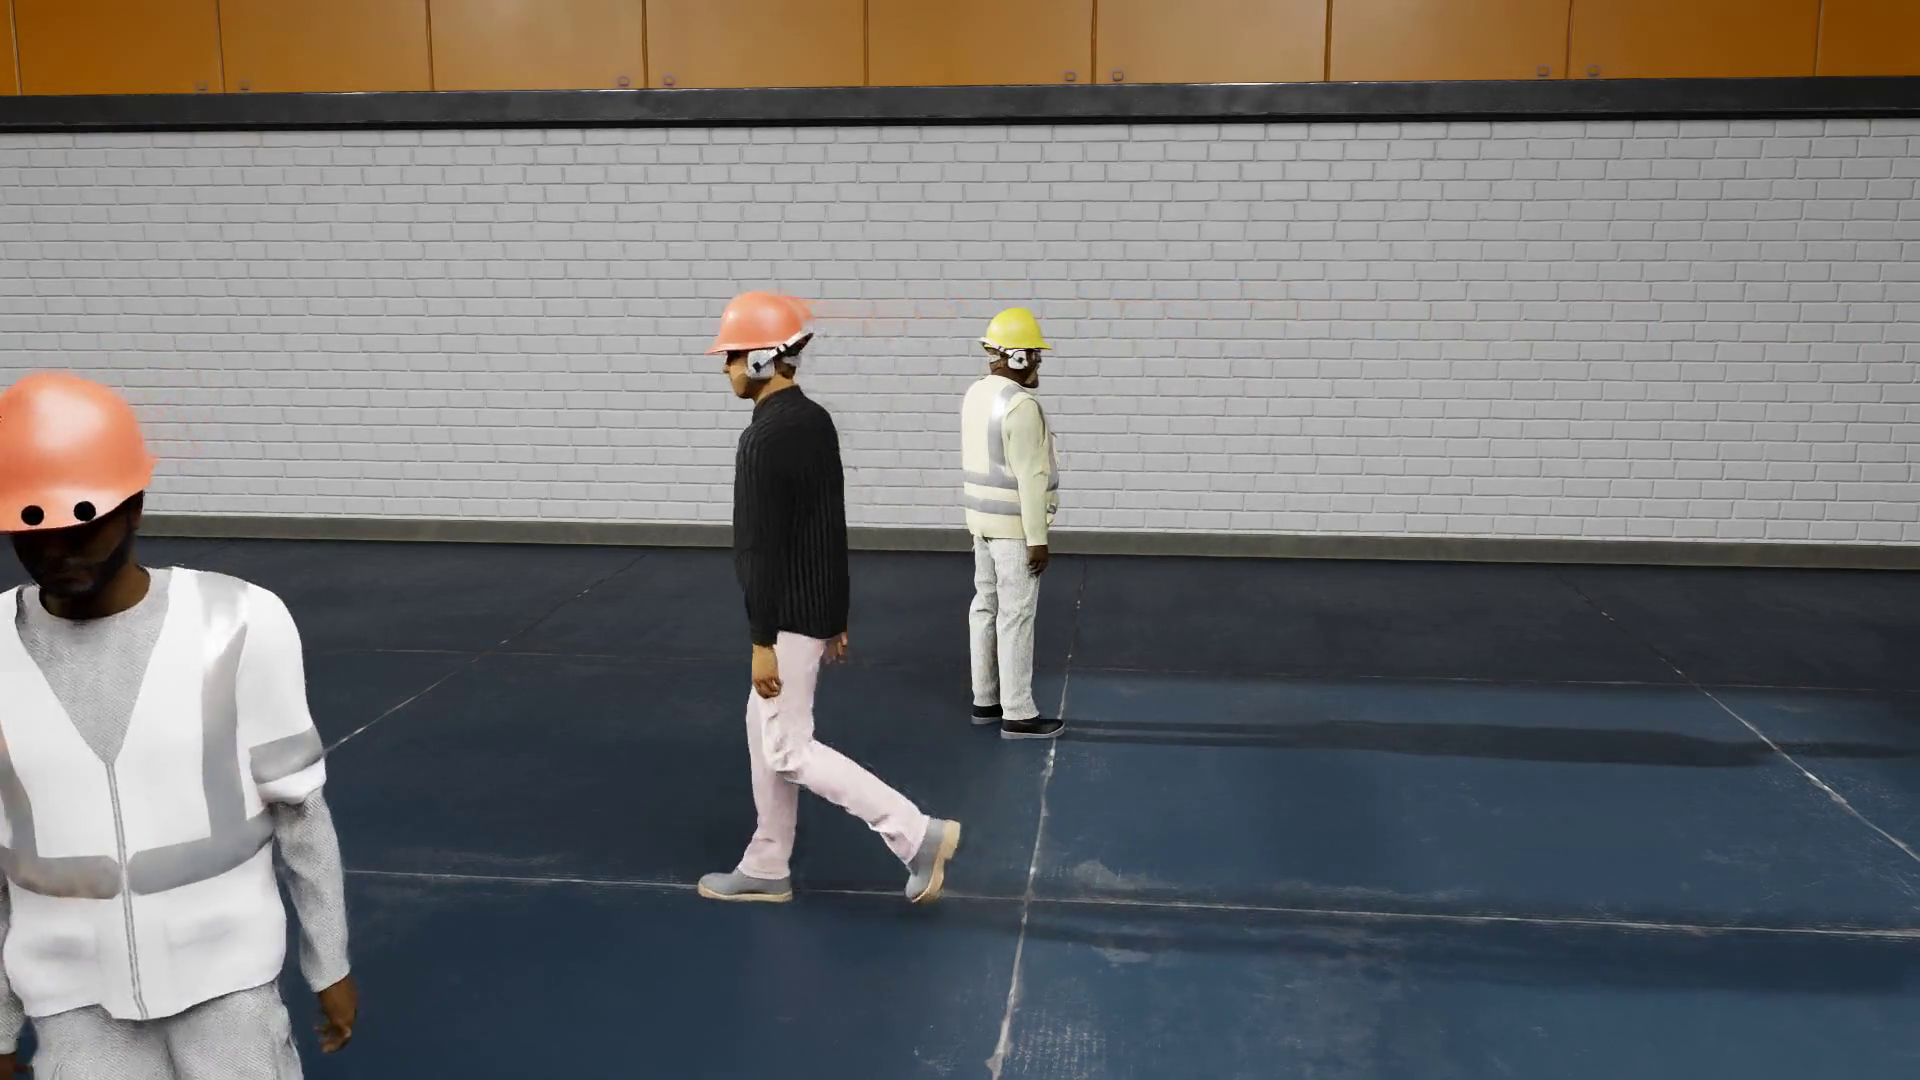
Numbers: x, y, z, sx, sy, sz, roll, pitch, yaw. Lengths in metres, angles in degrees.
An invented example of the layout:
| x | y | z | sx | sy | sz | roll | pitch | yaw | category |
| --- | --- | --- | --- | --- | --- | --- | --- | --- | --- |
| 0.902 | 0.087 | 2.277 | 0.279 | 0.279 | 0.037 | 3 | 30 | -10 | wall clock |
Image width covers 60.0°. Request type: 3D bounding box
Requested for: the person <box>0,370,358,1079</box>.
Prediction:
| x | y | z | sx | sy | sz | roll | pitch | yaw | category |
| --- | --- | --- | --- | --- | --- | --- | --- | --- | --- |
| -1.286 | 0.665 | 2.682 | 0.590 | 1.907 | 0.668 | -3 | 10 | -19 | person |

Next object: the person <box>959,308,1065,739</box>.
| x | y | z | sx | sy | sz | roll | pitch | yaw | category |
| --- | --- | --- | --- | --- | --- | --- | --- | --- | --- |
| 0.223 | -0.069 | 7.111 | 0.403 | 1.830 | 0.590 | -5 | 11 | -26 | person |

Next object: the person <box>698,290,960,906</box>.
| x | y | z | sx | sy | sz | roll | pitch | yaw | category |
| --- | --- | --- | --- | --- | --- | --- | --- | --- | --- |
| -0.426 | 0.223 | 5.079 | 0.803 | 1.963 | 0.625 | 2 | 10 | 12 | person |
